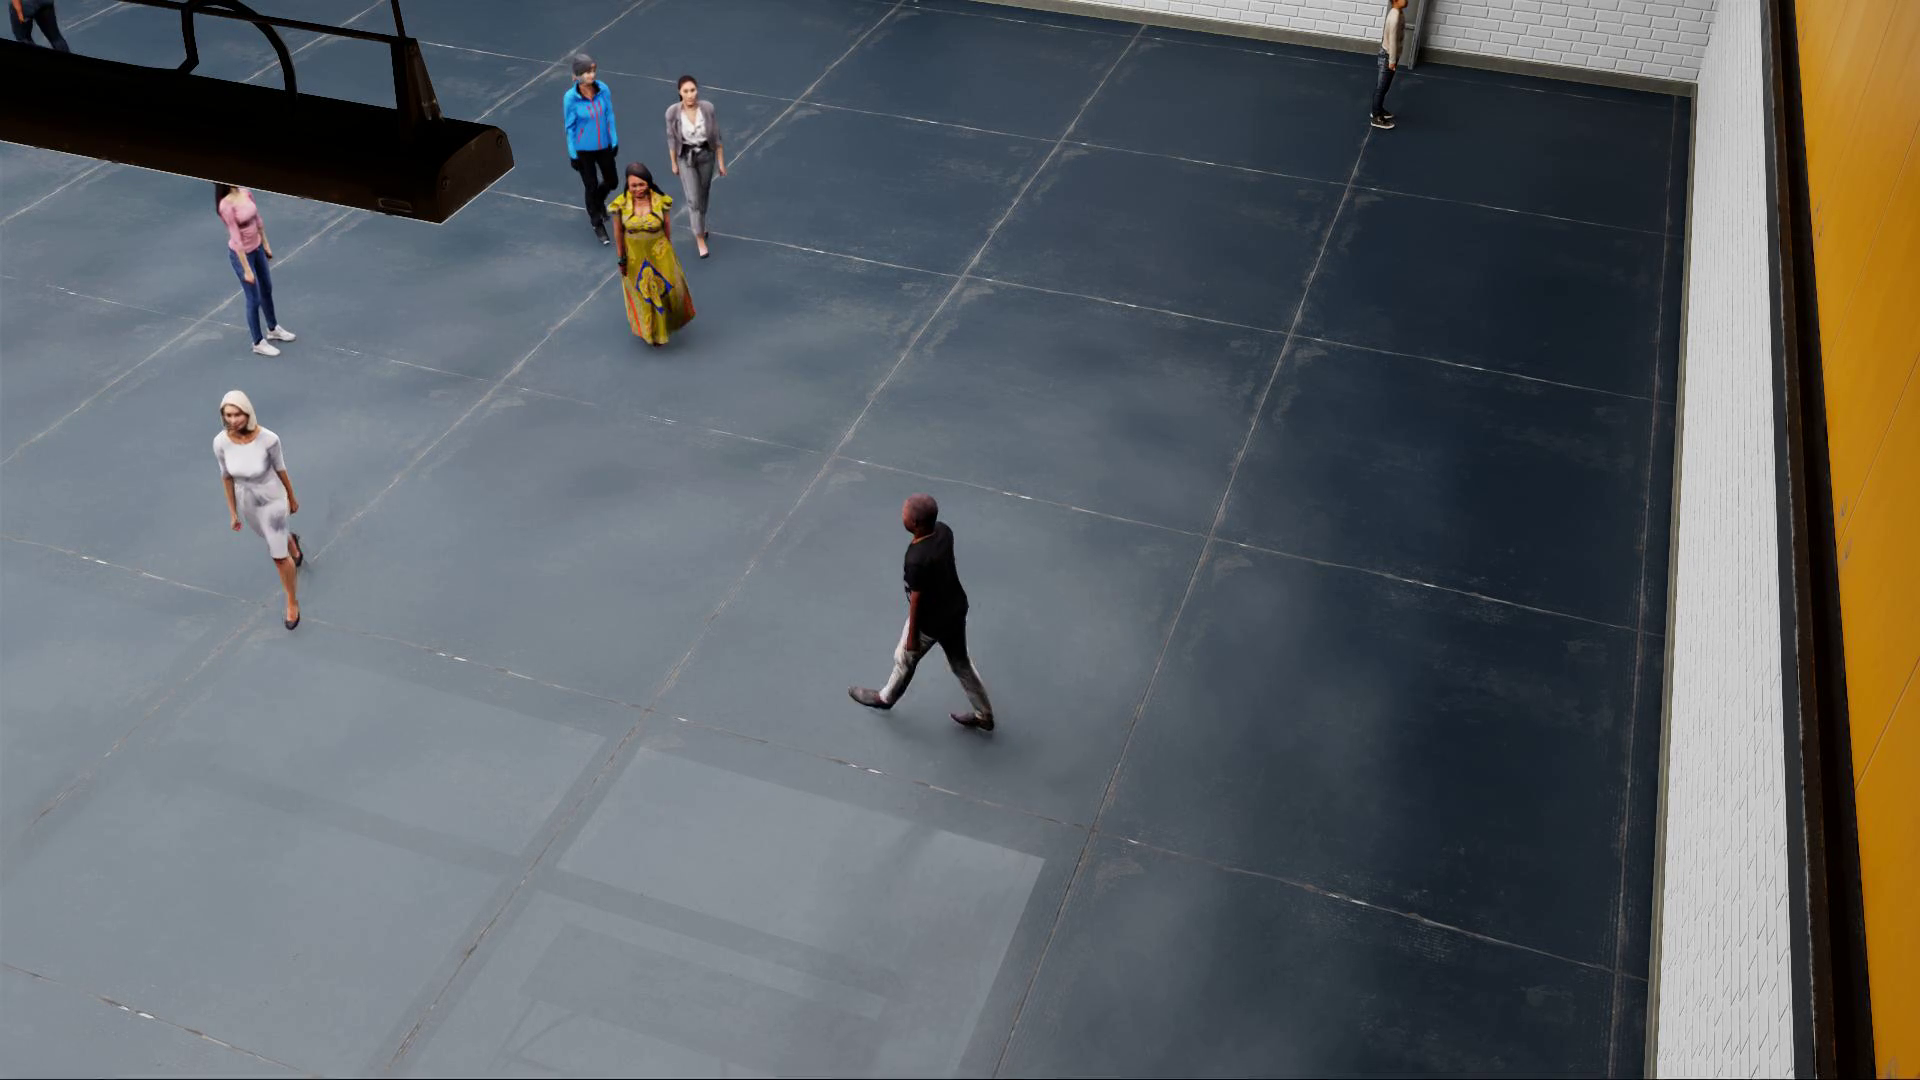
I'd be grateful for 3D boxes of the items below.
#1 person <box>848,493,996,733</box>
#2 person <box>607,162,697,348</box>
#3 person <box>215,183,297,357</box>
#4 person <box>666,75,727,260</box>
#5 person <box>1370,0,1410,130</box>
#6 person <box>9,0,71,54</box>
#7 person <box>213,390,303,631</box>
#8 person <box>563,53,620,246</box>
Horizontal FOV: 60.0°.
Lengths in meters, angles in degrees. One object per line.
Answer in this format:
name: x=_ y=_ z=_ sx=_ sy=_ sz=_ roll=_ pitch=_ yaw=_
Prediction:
person: x=-0.059 y=0.520 z=10.085 sx=1.174 sy=1.745 sz=0.683 roll=13 pitch=41 yaw=16
person: x=-2.614 y=-2.393 z=13.811 sx=0.951 sy=1.647 sz=1.029 roll=-10 pitch=40 yaw=-12
person: x=-5.852 y=-2.347 z=13.679 sx=0.549 sy=1.740 sz=0.583 roll=7 pitch=39 yaw=9
person: x=-2.411 y=-3.462 z=15.155 sx=1.048 sy=1.641 sz=1.056 roll=-12 pitch=40 yaw=-15
person: x=4.458 y=-5.039 z=17.270 sx=0.532 sy=1.465 sz=0.569 roll=9 pitch=39 yaw=11
person: x=-9.909 y=-5.745 z=17.891 sx=0.841 sy=1.793 sz=0.714 roll=19 pitch=43 yaw=23
person: x=-4.654 y=-0.290 z=11.122 sx=1.089 sy=1.716 sz=0.940 roll=-3 pitch=39 yaw=-4
person: x=-3.380 y=-3.615 z=15.224 sx=0.862 sy=1.794 sz=0.929 roll=-17 pitch=42 yaw=-20
